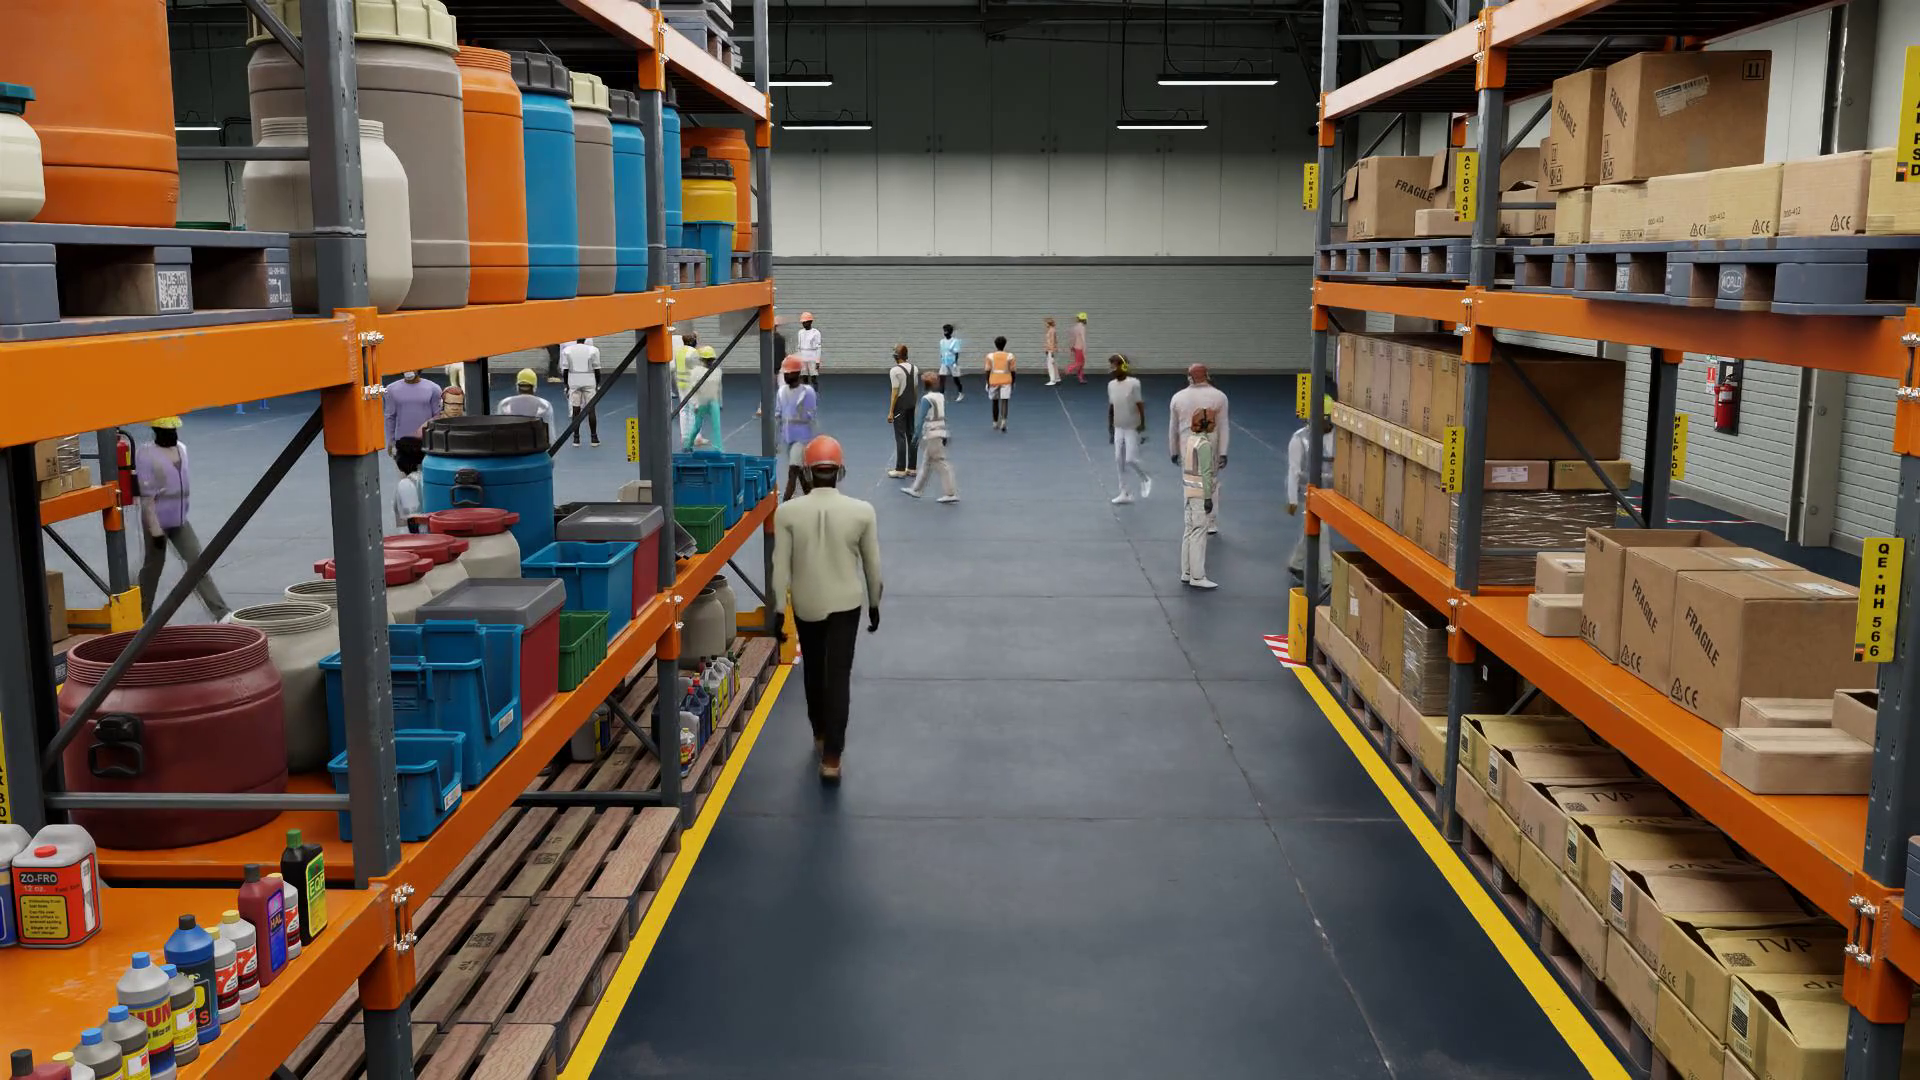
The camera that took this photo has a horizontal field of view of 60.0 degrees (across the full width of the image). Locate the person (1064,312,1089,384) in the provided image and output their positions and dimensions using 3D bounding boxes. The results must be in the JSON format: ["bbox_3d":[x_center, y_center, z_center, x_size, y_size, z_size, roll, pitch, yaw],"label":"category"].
[{"bbox_3d":[2.847,-4.664,40.474,0.619,1.745,0.530,-3,10,-17],"label":"person"}]

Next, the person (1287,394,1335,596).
[{"bbox_3d":[3.240,-0.430,14.996,0.602,1.787,0.925,-5,11,-29],"label":"person"}]

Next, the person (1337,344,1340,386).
[{"bbox_3d":[6.500,-2.611,27.282,0.612,2.043,0.388,4,10,20],"label":"person"}]

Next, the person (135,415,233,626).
[{"bbox_3d":[-6.163,-0.155,13.092,1.002,1.862,0.600,2,10,11],"label":"person"}]

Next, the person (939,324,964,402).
[{"bbox_3d":[-0.202,-3.725,35.106,0.534,1.654,0.865,6,11,34],"label":"person"}]

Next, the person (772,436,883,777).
[{"bbox_3d":[-0.776,0.360,9.794,0.641,1.939,1.053,0,9,-2],"label":"person"}]

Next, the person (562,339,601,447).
[{"bbox_3d":[-6.089,-2.492,26.797,0.609,1.965,0.369,-1,10,-7],"label":"person"}]

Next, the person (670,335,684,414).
[{"bbox_3d":[-5.454,-3.273,31.716,0.650,1.905,0.730,-7,12,-37],"label":"person"}]

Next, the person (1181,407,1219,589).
[{"bbox_3d":[2.192,-0.390,15.185,0.310,1.638,0.523,-1,10,-9],"label":"person"}]

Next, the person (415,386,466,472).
[{"bbox_3d":[-4.317,-0.367,14.264,0.402,1.904,0.638,7,12,38],"label":"person"}]

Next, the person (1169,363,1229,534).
[{"bbox_3d":[2.565,-0.953,17.876,0.663,1.866,0.717,2,10,13],"label":"person"}]

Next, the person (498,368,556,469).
[{"bbox_3d":[-4.668,-0.940,17.942,0.626,1.816,0.430,-2,10,-9],"label":"person"}]

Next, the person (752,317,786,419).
[{"bbox_3d":[-3.475,-3.240,31.365,1.041,1.948,0.632,7,12,37],"label":"person"}]

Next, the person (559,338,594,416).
[{"bbox_3d":[-7.231,-3.222,31.518,0.652,1.853,1.004,-3,10,-17],"label":"person"}]

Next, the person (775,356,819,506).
[{"bbox_3d":[-1.945,-1.137,18.894,0.574,1.888,0.962,8,12,39],"label":"person"}]

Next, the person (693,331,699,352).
[{"bbox_3d":[-6.021,-4.046,36.727,0.523,1.760,0.327,-6,11,-31],"label":"person"}]

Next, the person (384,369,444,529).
[{"bbox_3d":[-6.062,-1.096,18.511,0.637,1.938,0.355,-2,10,-10],"label":"person"}]

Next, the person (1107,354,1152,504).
[{"bbox_3d":[2.080,-1.369,20.424,0.562,1.841,0.533,9,13,43],"label":"person"}]

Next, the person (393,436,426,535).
[{"bbox_3d":[-4.022,0.059,12.400,0.568,1.660,0.563,1,10,6],"label":"person"}]

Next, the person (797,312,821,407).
[{"bbox_3d":[-3.115,-3.694,34.080,0.552,1.935,0.369,6,11,32],"label":"person"}]

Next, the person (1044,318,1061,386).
[{"bbox_3d":[2.257,-4.555,40.177,0.466,1.623,0.704,-1,9,-4],"label":"person"}]

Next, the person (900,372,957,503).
[{"bbox_3d":[-0.391,-1.265,20.537,0.841,1.593,0.530,4,10,21],"label":"person"}]

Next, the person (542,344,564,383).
[{"bbox_3d":[-9.903,-4.865,40.912,0.814,2.000,0.708,4,10,21],"label":"person"}]

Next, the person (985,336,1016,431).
[{"bbox_3d":[0.716,-2.761,29.330,0.540,1.666,0.826,1,9,4],"label":"person"}]

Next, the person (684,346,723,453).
[{"bbox_3d":[-3.819,-2.057,24.944,0.565,1.714,0.901,-8,12,-39],"label":"person"}]

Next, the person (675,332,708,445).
[{"bbox_3d":[-4.382,-2.489,27.141,0.429,1.846,0.629,-8,13,-41],"label":"person"}]

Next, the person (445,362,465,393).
[{"bbox_3d":[-10.287,-3.524,34.053,0.508,1.610,0.733,-4,10,-22],"label":"person"}]

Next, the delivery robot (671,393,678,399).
[{"bbox_3d":[-5.772,-2.844,32.196,0.335,0.223,0.698,6,12,34],"label":"delivery robot"}]

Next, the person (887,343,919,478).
[{"bbox_3d":[-0.791,-1.787,22.951,0.345,1.840,0.504,8,13,41],"label":"person"}]
